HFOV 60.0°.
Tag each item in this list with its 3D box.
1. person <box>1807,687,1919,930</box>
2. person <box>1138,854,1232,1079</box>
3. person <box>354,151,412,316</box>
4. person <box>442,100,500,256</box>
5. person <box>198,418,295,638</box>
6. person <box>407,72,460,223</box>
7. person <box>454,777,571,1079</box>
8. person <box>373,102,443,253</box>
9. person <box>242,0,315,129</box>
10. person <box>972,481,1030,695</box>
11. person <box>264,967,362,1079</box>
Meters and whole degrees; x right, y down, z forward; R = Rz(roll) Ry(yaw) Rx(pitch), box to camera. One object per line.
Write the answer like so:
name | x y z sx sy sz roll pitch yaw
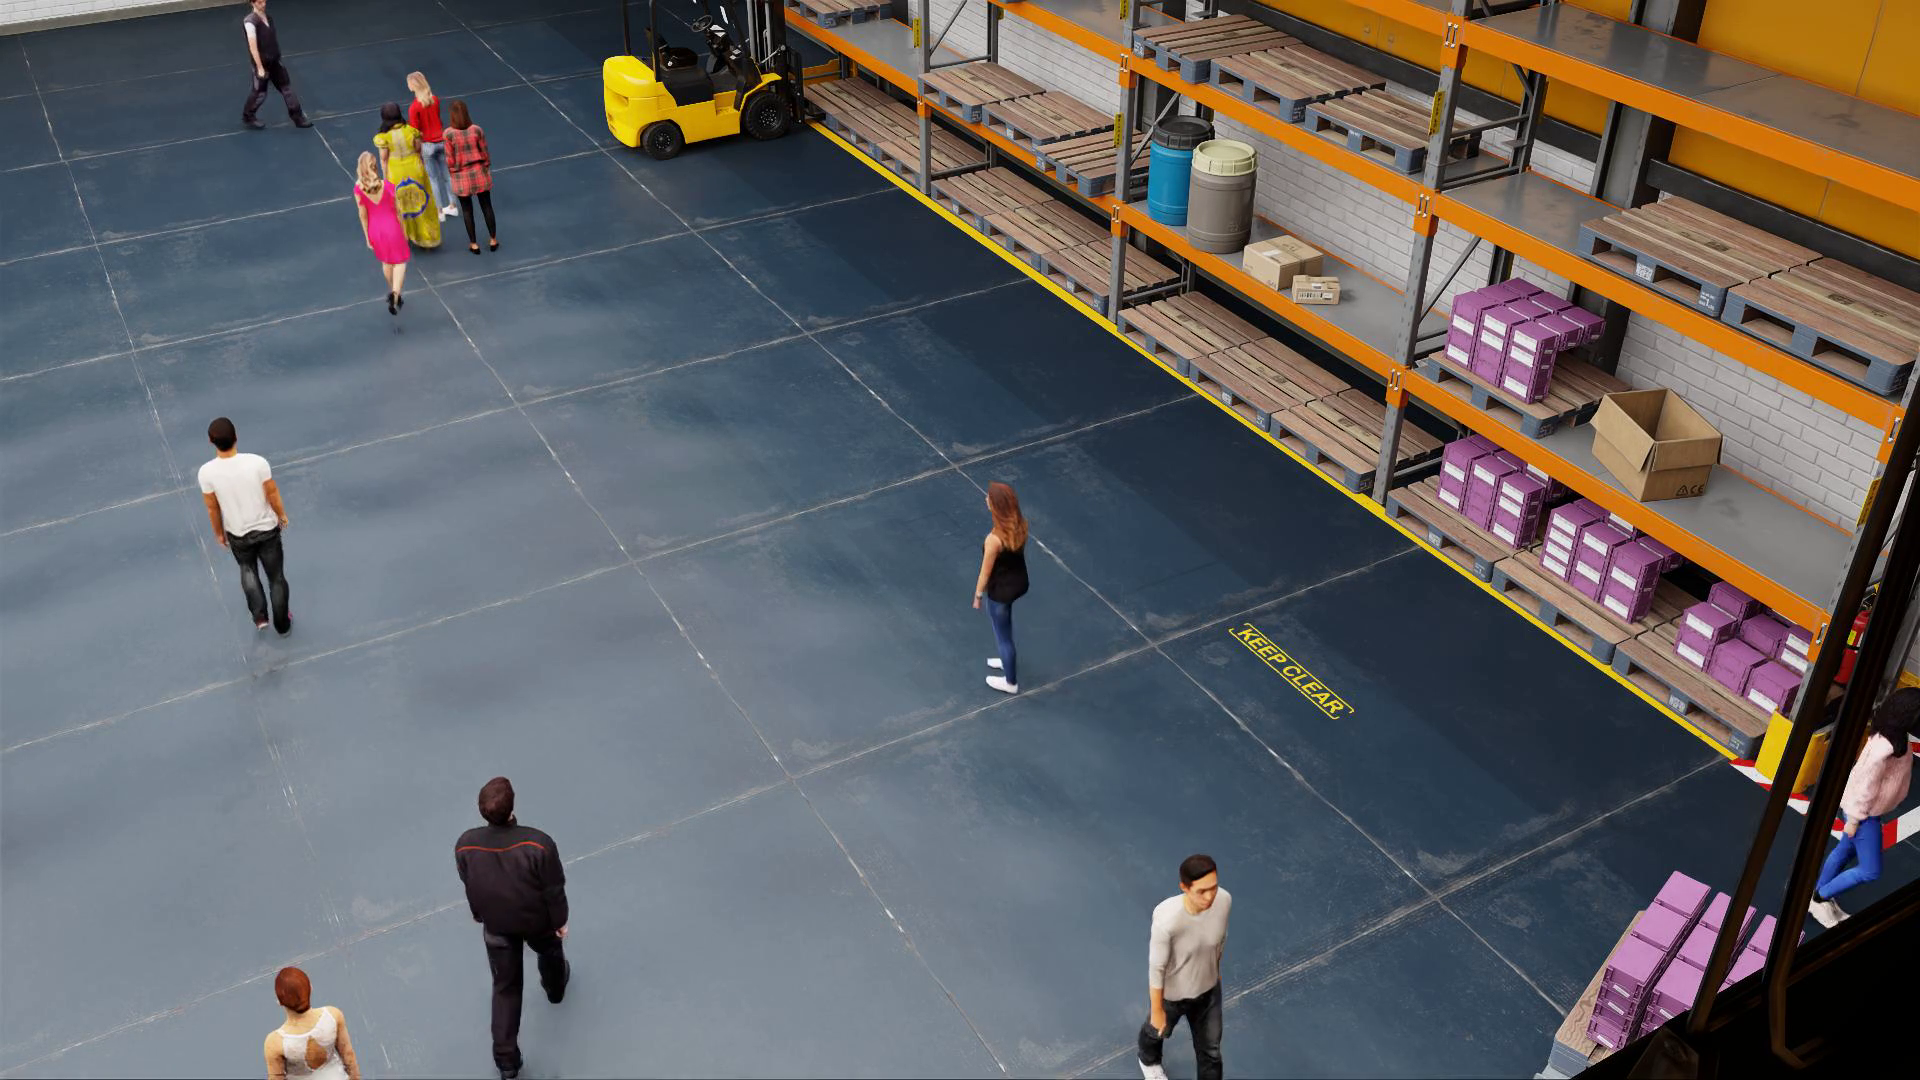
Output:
person | 5.237 1.545 9.772 0.722 1.760 0.752 25 41 33
person | 1.114 2.258 8.681 0.719 1.780 1.040 -15 37 -22
person | -5.779 -3.034 16.712 0.818 1.703 0.998 -3 34 -4
person | -5.327 -3.949 18.090 0.641 1.702 0.588 -13 36 -19
person | -5.170 -0.037 12.126 0.708 1.790 0.667 -9 35 -13
person | -5.982 -4.460 18.856 0.690 1.704 0.690 18 38 25
person | -2.394 2.091 8.911 1.076 1.804 1.296 -2 34 -3
person | -6.008 -3.913 18.097 0.794 1.634 0.935 -19 38 -26
person | -8.963 -6.109 21.247 1.278 1.805 1.203 7 34 10
person | 0.383 0.366 11.592 0.741 1.708 0.706 20 39 27
person | -3.064 2.760 8.080 1.118 1.610 0.795 25 41 32
